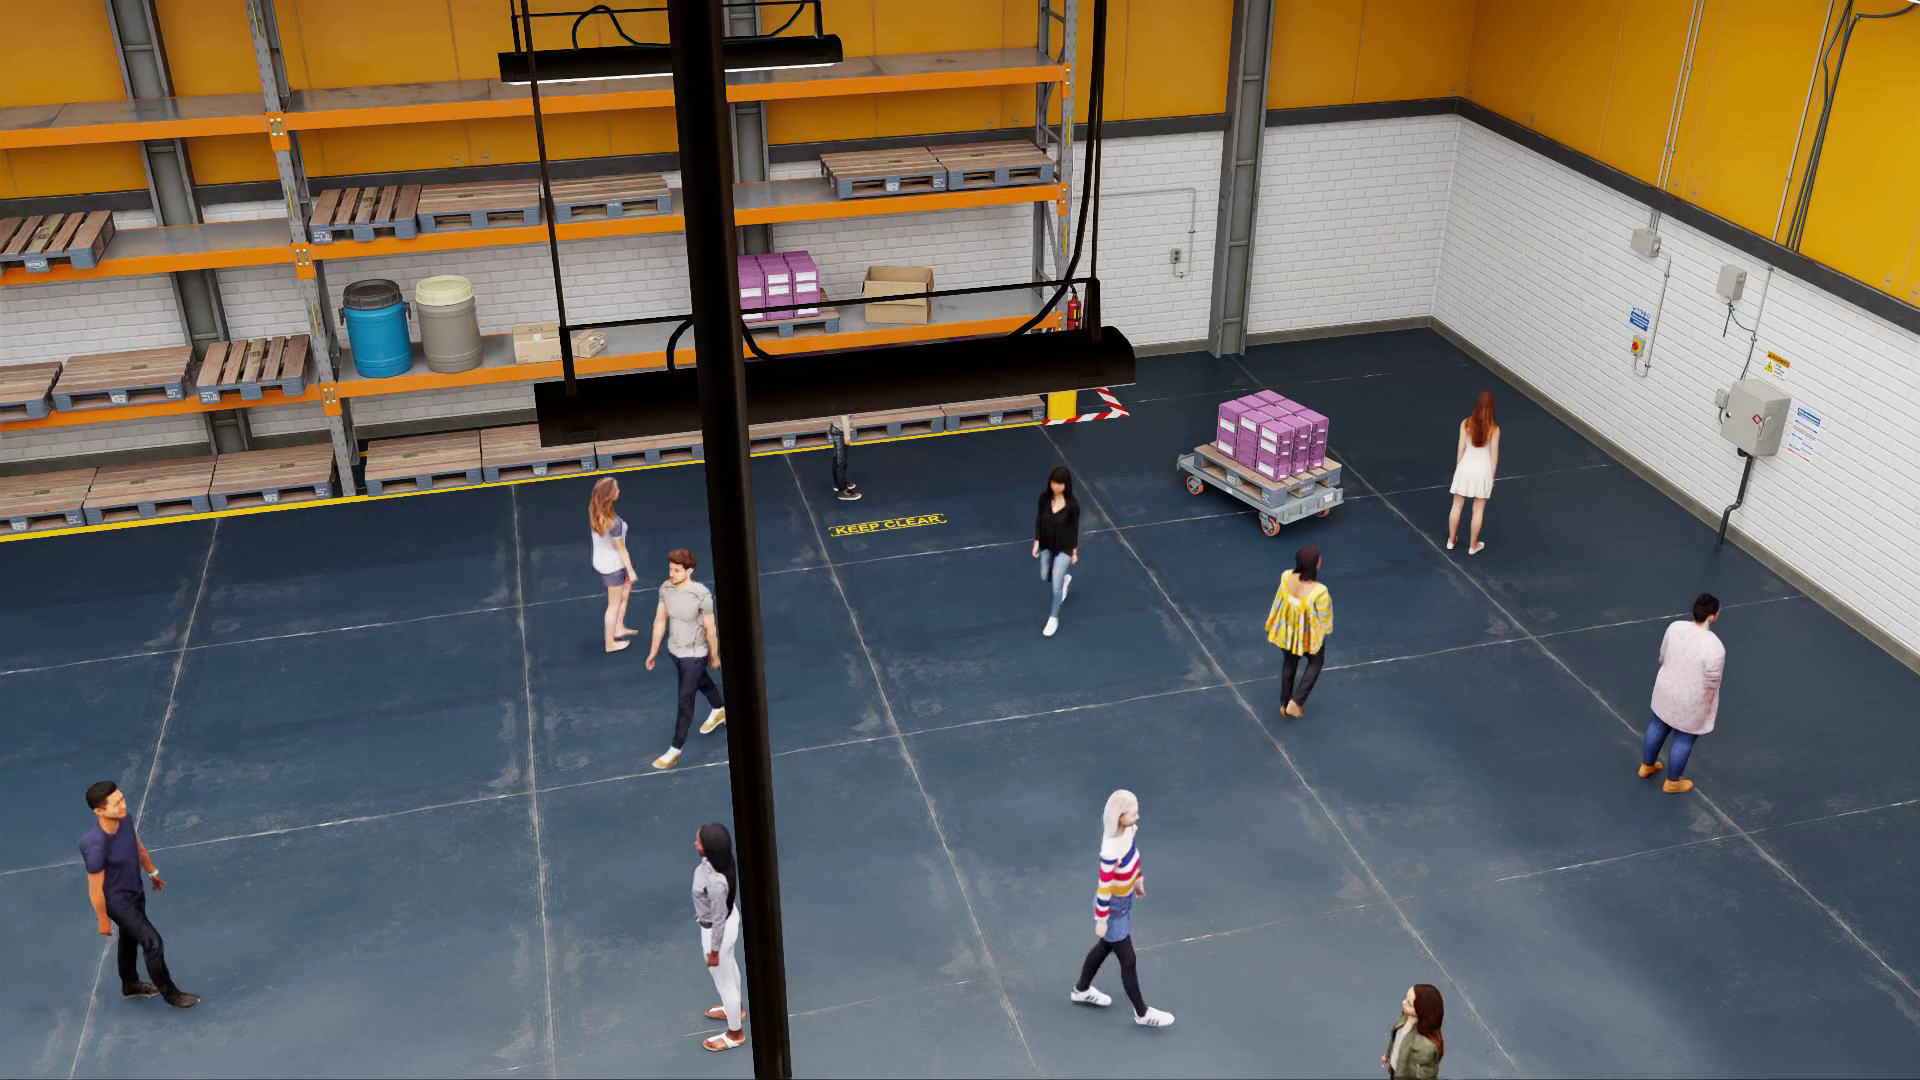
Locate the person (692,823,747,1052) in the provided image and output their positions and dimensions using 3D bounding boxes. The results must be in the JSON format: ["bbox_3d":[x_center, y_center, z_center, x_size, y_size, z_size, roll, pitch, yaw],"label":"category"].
[{"bbox_3d":[-1.534,2.498,10.609,0.576,1.725,0.637,-2,29,-4],"label":"person"}]

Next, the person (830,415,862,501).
[{"bbox_3d":[-1.253,-1.149,17.567,0.512,1.464,0.548,-6,29,-10],"label":"person"}]

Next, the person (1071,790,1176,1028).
[{"bbox_3d":[0.936,2.361,10.800,1.084,1.783,0.964,9,30,17],"label":"person"}]

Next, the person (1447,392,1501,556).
[{"bbox_3d":[5.083,-0.671,16.434,0.645,1.712,0.702,16,33,27],"label":"person"}]

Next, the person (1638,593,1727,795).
[{"bbox_3d":[5.664,1.174,13.019,0.700,1.742,0.743,-14,32,-24],"label":"person"}]

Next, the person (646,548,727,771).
[{"bbox_3d":[-2.147,0.872,13.475,1.148,1.835,1.250,17,33,29],"label":"person"}]

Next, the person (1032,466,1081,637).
[{"bbox_3d":[0.899,0.028,15.236,0.946,1.631,0.987,13,31,23],"label":"person"}]

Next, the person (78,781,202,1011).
[{"bbox_3d":[-5.551,2.331,10.868,0.911,1.771,0.797,0,29,-1],"label":"person"}]

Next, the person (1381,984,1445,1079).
[{"bbox_3d":[2.683,3.147,9.704,1.061,1.453,0.817,4,29,7],"label":"person"}]

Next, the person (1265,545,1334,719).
[{"bbox_3d":[2.782,0.805,13.799,0.864,1.643,0.912,24,37,37],"label":"person"}]

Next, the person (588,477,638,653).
[{"bbox_3d":[-3.172,0.248,14.747,0.721,1.714,0.706,-19,34,-31],"label":"person"}]
